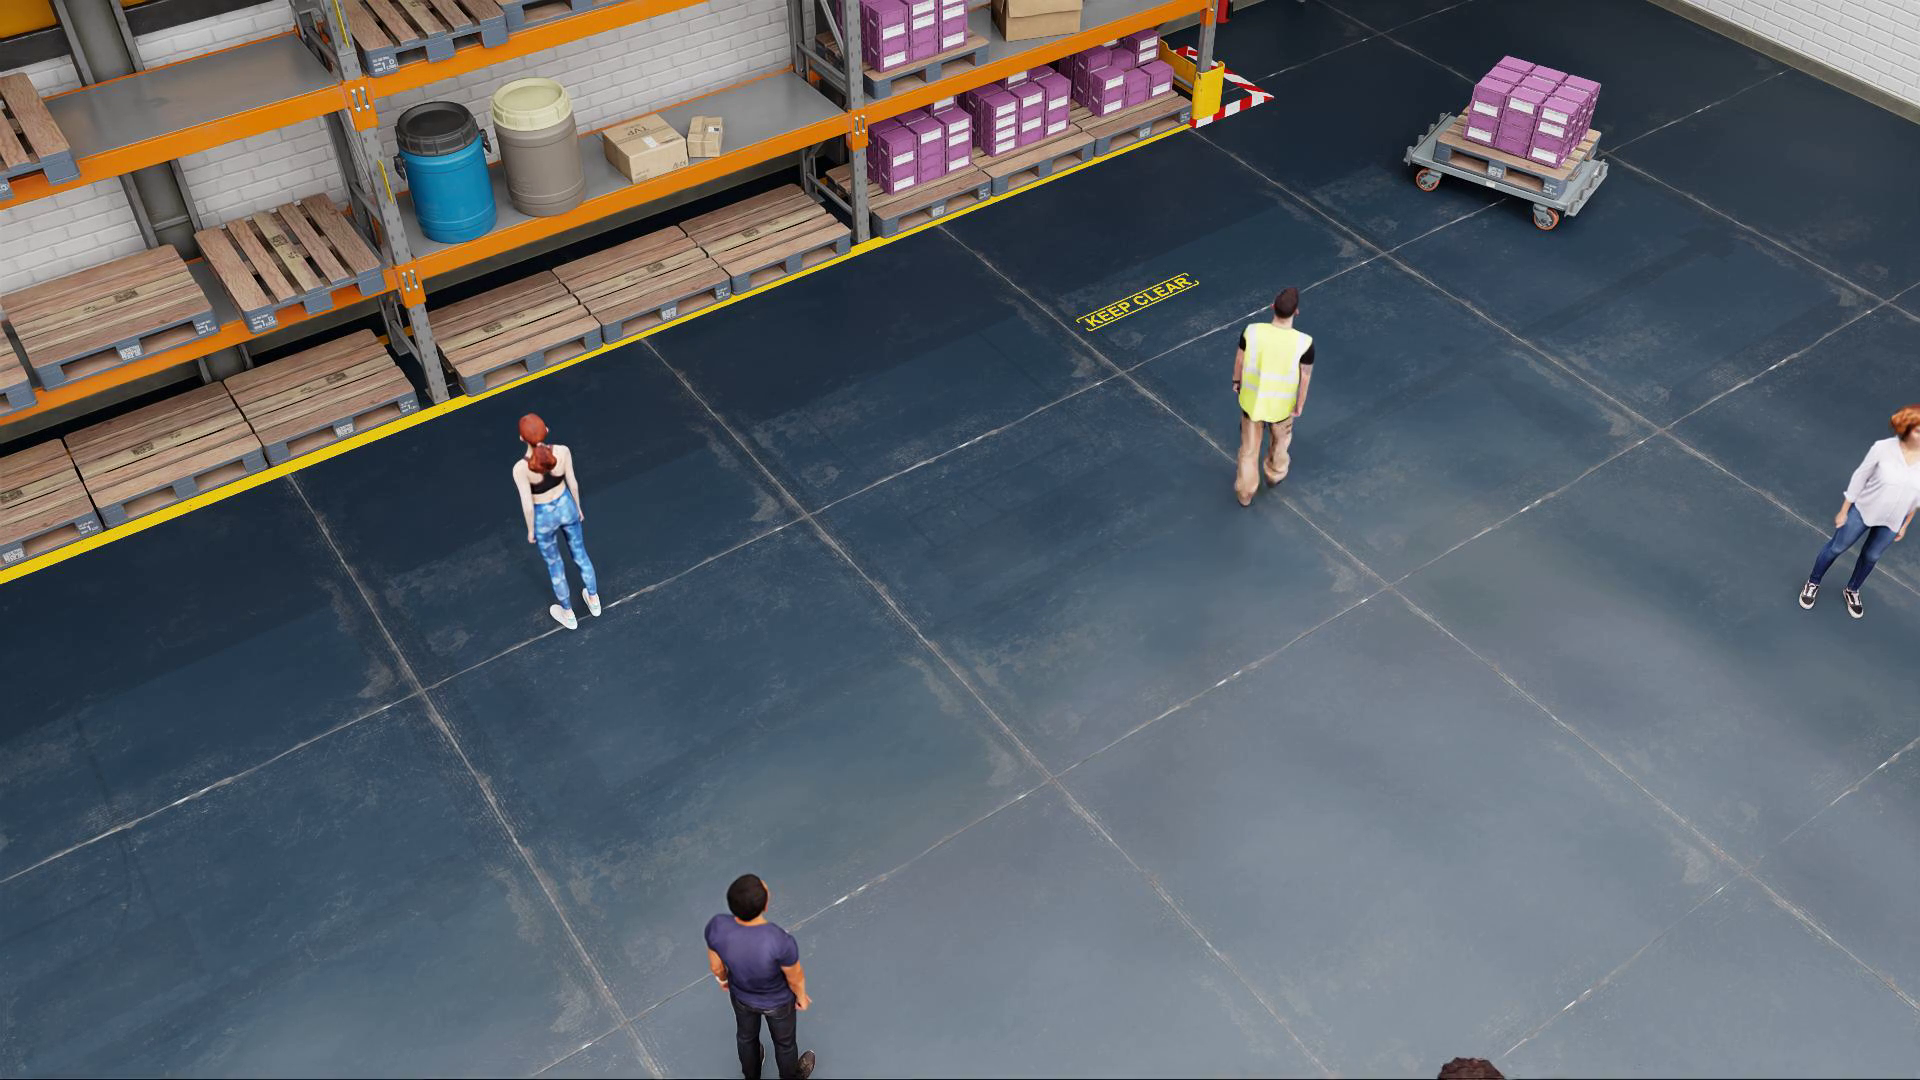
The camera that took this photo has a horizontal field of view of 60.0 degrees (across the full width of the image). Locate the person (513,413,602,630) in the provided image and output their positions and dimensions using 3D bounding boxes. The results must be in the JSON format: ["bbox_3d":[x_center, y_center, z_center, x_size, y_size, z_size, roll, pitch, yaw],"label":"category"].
[{"bbox_3d":[-2.672,-0.122,10.975,0.507,1.784,0.618,-28,50,-26],"label":"person"}]

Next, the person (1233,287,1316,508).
[{"bbox_3d":[2.178,-0.959,11.822,0.936,1.829,1.000,9,44,9],"label":"person"}]

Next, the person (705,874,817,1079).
[{"bbox_3d":[-1.016,2.285,8.442,0.705,1.793,0.756,8,44,9],"label":"person"}]

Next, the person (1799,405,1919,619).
[{"bbox_3d":[6.140,-0.215,11.122,0.754,1.717,0.803,11,45,11],"label":"person"}]
